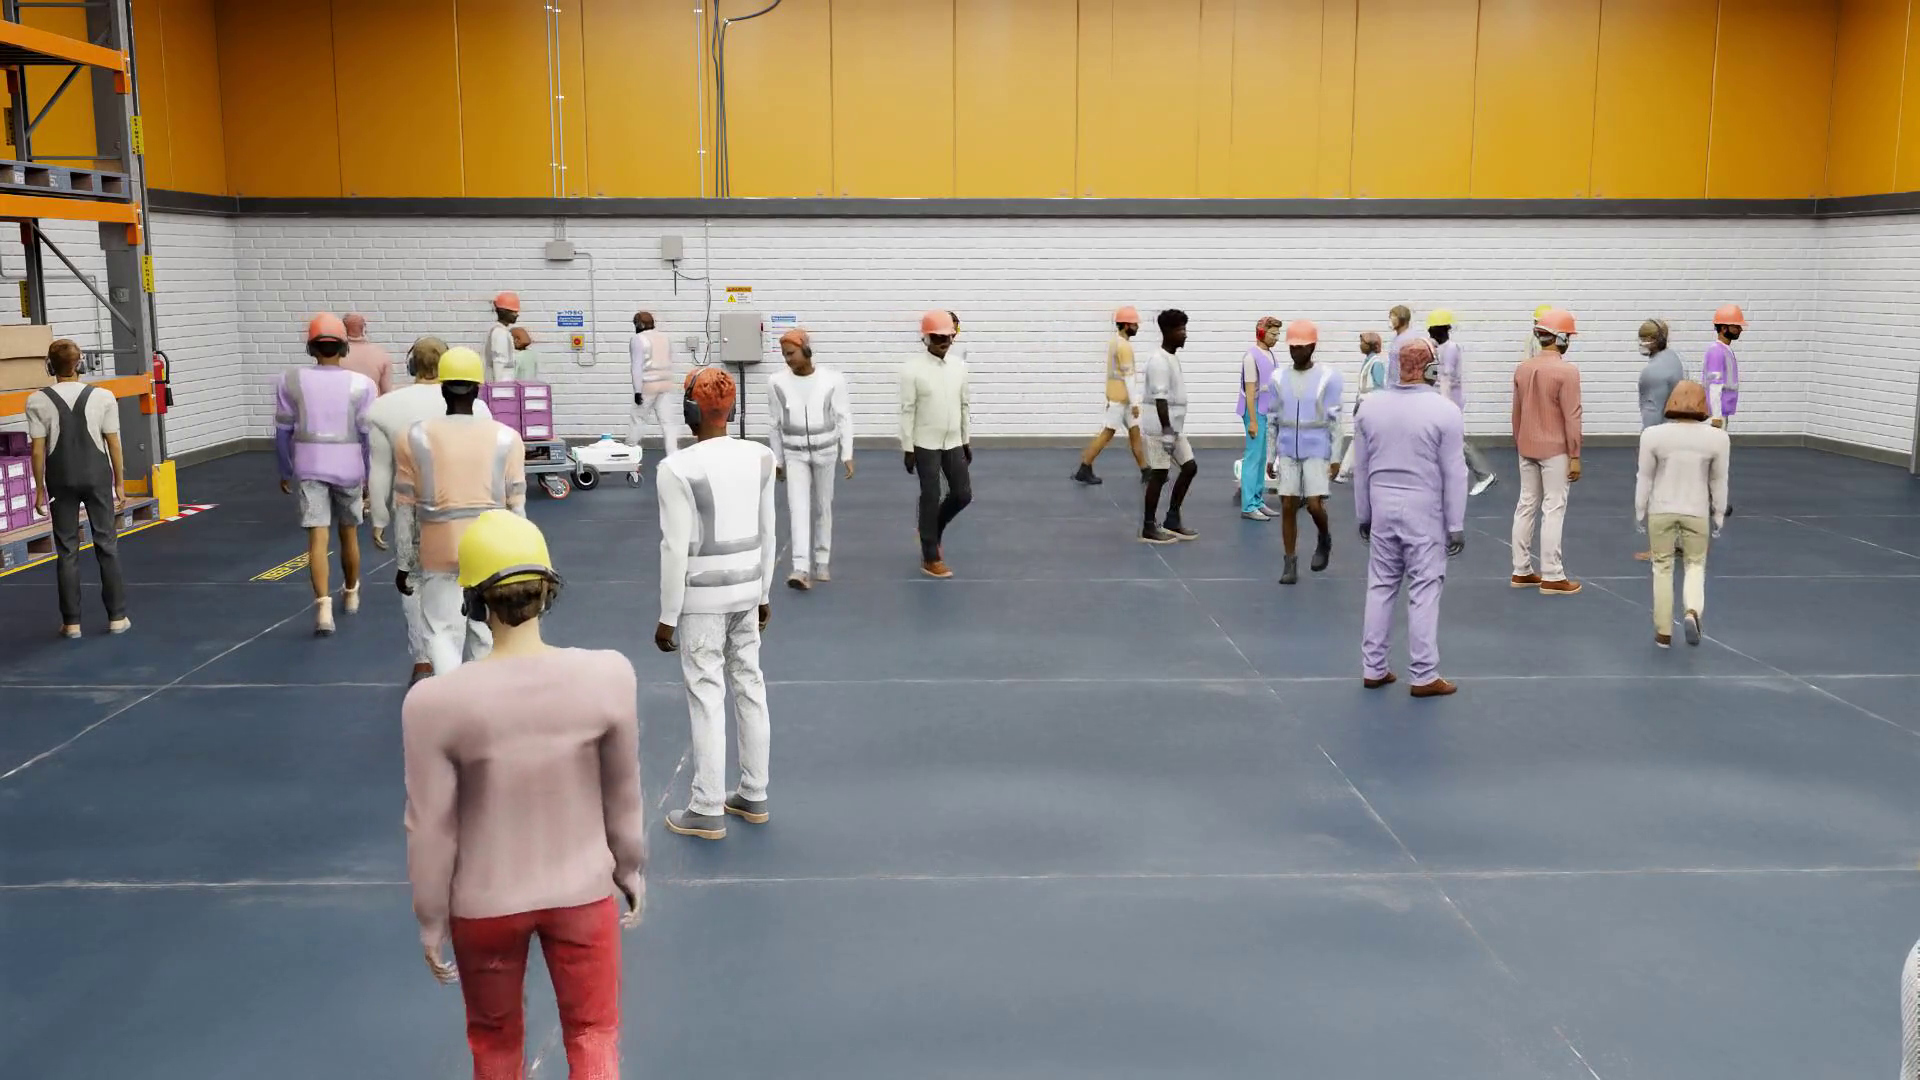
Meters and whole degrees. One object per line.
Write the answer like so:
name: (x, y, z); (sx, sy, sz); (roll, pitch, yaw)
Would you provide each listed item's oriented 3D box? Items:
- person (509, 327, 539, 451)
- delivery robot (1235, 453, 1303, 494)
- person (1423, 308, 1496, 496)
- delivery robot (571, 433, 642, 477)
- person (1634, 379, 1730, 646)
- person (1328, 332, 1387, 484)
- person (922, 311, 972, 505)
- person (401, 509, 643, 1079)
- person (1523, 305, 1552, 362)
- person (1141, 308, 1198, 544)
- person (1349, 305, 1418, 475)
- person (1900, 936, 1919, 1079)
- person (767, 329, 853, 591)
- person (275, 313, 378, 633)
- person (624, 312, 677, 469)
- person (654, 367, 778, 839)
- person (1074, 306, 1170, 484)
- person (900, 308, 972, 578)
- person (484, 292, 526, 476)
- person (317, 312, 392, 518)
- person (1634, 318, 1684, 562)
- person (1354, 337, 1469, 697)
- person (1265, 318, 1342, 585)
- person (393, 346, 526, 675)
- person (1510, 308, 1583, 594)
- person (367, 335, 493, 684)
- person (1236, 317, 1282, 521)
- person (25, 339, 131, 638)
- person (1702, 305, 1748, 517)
person: (-4.976, -1.593, 18.758); (0.394, 1.615, 0.546); (3, 10, 15)
delivery robot: (2.990, -0.646, 15.933); (0.707, 0.478, 0.477); (2, 9, 14)
person: (4.893, -1.372, 16.613); (0.934, 1.893, 0.582); (0, 9, 1)
delivery robot: (-3.661, -0.862, 17.254); (0.707, 0.478, 0.477); (-3, 10, -16)
person: (4.270, -0.141, 9.869); (0.501, 1.620, 0.427); (3, 10, 18)
person: (4.189, -1.360, 17.360); (0.832, 1.597, 0.543); (0, 9, 3)
person: (-0.125, -1.271, 16.051); (0.520, 1.865, 0.328); (-6, 11, -31)
person: (-0.950, 0.801, 3.706); (0.534, 1.744, 0.672); (-3, 10, -20)
person: (7.042, -1.934, 20.204); (0.404, 1.835, 0.587); (1, 9, 5)
person: (1.769, -0.926, 13.674); (0.592, 1.942, 0.627); (3, 10, 20)
person: (4.817, -1.613, 18.098); (1.036, 1.888, 0.653); (1, 9, 4)
person: (1.274, 1.046, 1.843); (0.521, 1.865, 0.328); (2, 9, 13)
person: (-1.062, -0.564, 11.763); (0.604, 1.833, 0.949); (0, 9, -3)
person: (-4.001, -0.432, 10.560); (0.628, 1.995, 1.075); (-3, 10, -19)
person: (-3.548, -1.682, 18.838); (0.986, 1.783, 0.667); (7, 12, 36)
person: (-0.977, 0.251, 6.660); (0.355, 1.882, 0.575); (8, 12, 40)
person: (1.679, -1.506, 17.446); (1.015, 1.893, 0.558); (0, 9, -1)
person: (-0.179, -0.715, 12.279); (0.645, 1.977, 0.473); (-7, 12, -37)
person: (-4.919, -1.664, 17.977); (0.561, 2.012, 0.635); (-4, 10, -21)
person: (-5.413, -1.100, 14.924); (0.664, 1.888, 0.676); (-7, 11, -35)
person: (5.441, -0.766, 12.862); (0.476, 1.895, 0.738); (6, 11, 33)
person: (2.418, -0.122, 8.873); (0.403, 1.906, 0.650); (-9, 13, -43)
person: (2.472, -0.636, 11.969); (0.549, 1.924, 0.549); (5, 11, 29)
person: (-2.300, 0.062, 7.713); (0.602, 1.909, 0.680); (-5, 10, -26)
person: (4.121, -0.620, 11.656); (0.377, 1.995, 0.611); (-4, 10, -24)
person: (-2.789, -0.127, 8.869); (0.654, 1.915, 0.596); (-2, 10, -13)
person: (2.714, -1.102, 15.086); (0.390, 1.838, 0.564); (5, 10, 28)
person: (-5.428, -0.313, 10.251); (0.507, 1.840, 0.343); (-5, 11, -28)
person: (7.011, -1.189, 15.315); (0.356, 1.937, 0.552); (5, 11, 29)
